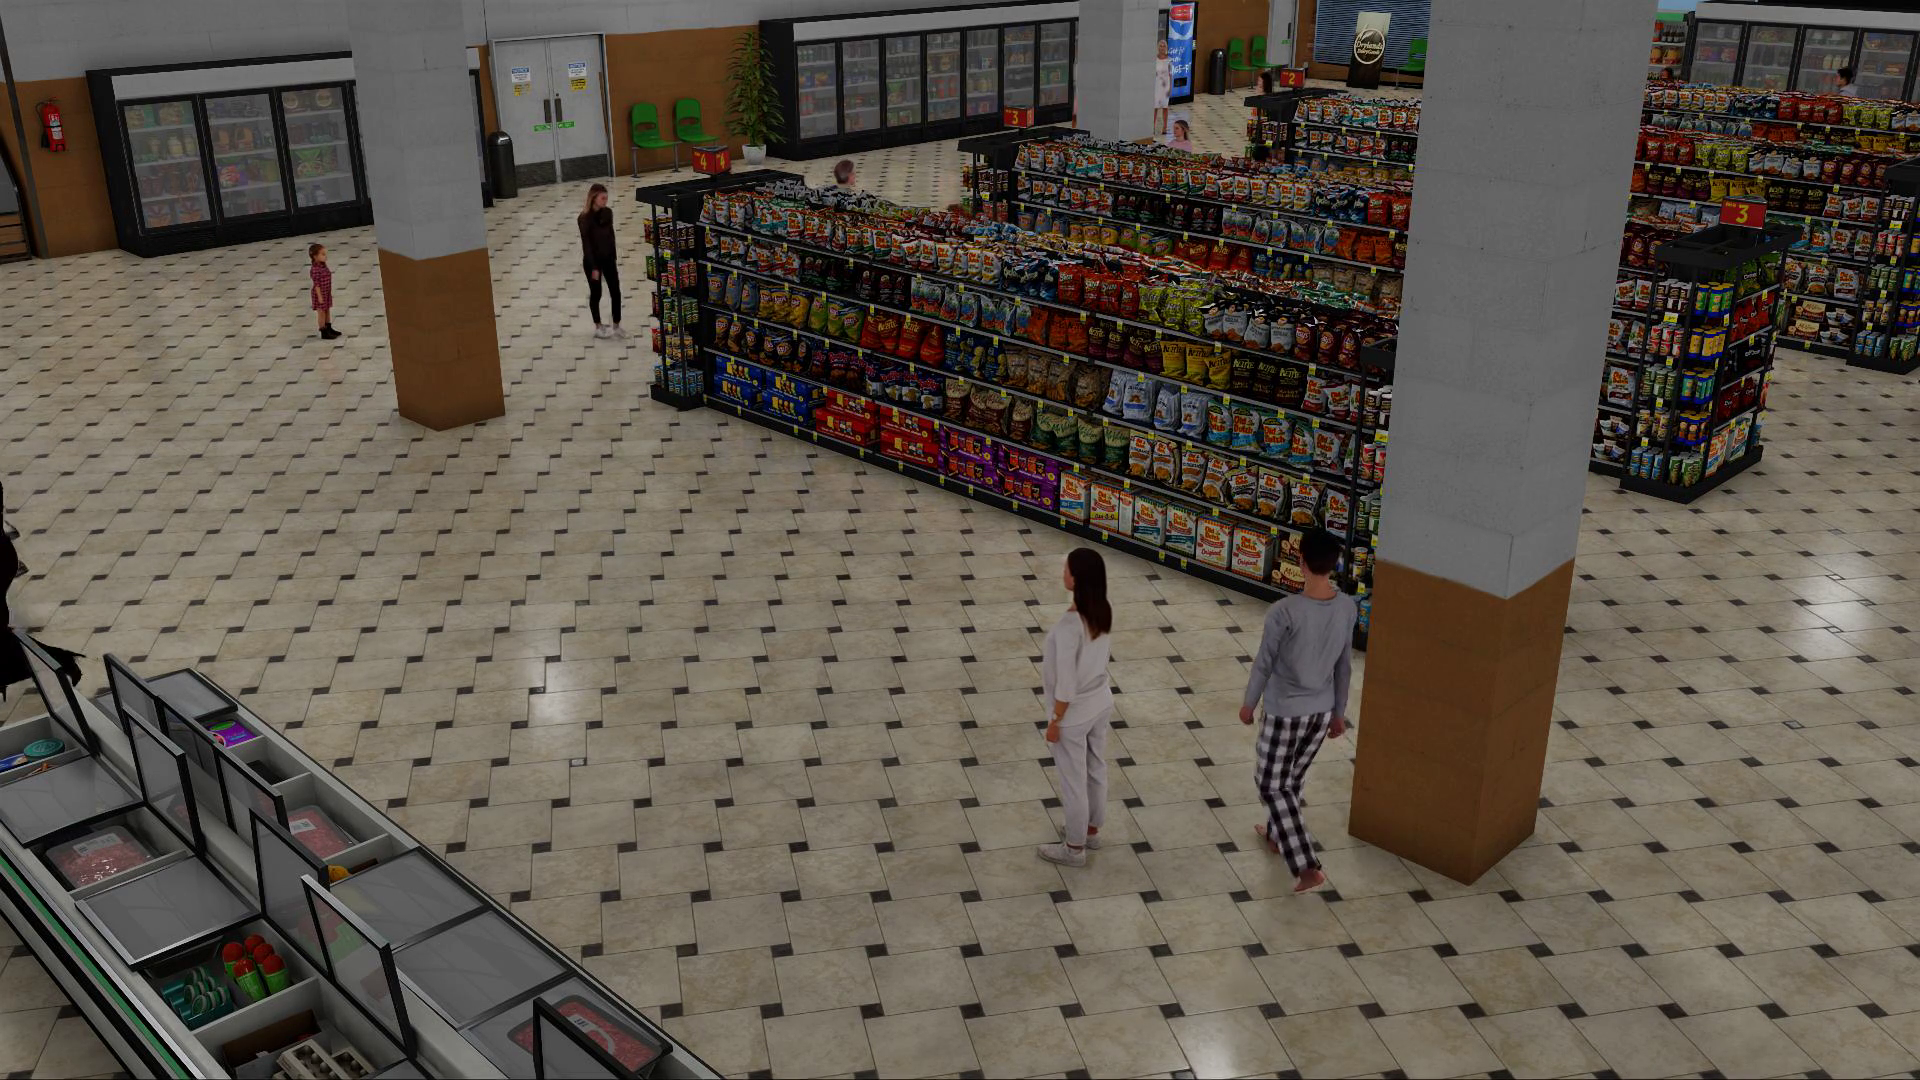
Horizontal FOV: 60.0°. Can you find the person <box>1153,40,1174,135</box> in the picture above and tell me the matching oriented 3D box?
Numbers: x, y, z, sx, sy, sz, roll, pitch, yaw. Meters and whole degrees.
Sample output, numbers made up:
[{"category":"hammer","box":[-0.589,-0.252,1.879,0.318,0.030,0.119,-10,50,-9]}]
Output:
[{"category":"person","box":[3.818,-8.581,31.532,0.638,1.746,0.699,0,22,0]}]

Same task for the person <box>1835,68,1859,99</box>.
[{"category":"person","box":[13.454,-6.210,25.392,0.838,1.925,0.813,8,23,19]}]

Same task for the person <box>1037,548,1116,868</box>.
[{"category":"person","box":[0.595,0.819,8.216,0.605,1.688,0.642,14,26,30]}]

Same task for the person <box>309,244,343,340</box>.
[{"category":"person","box":[-6.817,-2.660,17.767,0.547,1.022,0.497,4,22,9]}]

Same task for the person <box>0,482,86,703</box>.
[{"category":"person","box":[-5.608,0.194,9.702,0.980,1.740,0.998,-6,23,-15]}]

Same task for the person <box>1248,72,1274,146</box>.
[{"category":"person","box":[4.875,-6.543,26.491,1.037,1.722,0.969,1,22,2]}]

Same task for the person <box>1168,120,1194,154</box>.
[{"category":"person","box":[2.863,-4.677,21.892,0.679,1.688,0.511,-16,27,-35]}]

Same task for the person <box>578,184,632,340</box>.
[{"category":"person","box":[-3.872,-2.941,17.602,0.731,1.667,0.644,17,28,37]}]

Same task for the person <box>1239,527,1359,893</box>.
[{"category":"person","box":[1.641,0.848,7.962,0.905,1.823,1.099,-8,23,-19]}]
